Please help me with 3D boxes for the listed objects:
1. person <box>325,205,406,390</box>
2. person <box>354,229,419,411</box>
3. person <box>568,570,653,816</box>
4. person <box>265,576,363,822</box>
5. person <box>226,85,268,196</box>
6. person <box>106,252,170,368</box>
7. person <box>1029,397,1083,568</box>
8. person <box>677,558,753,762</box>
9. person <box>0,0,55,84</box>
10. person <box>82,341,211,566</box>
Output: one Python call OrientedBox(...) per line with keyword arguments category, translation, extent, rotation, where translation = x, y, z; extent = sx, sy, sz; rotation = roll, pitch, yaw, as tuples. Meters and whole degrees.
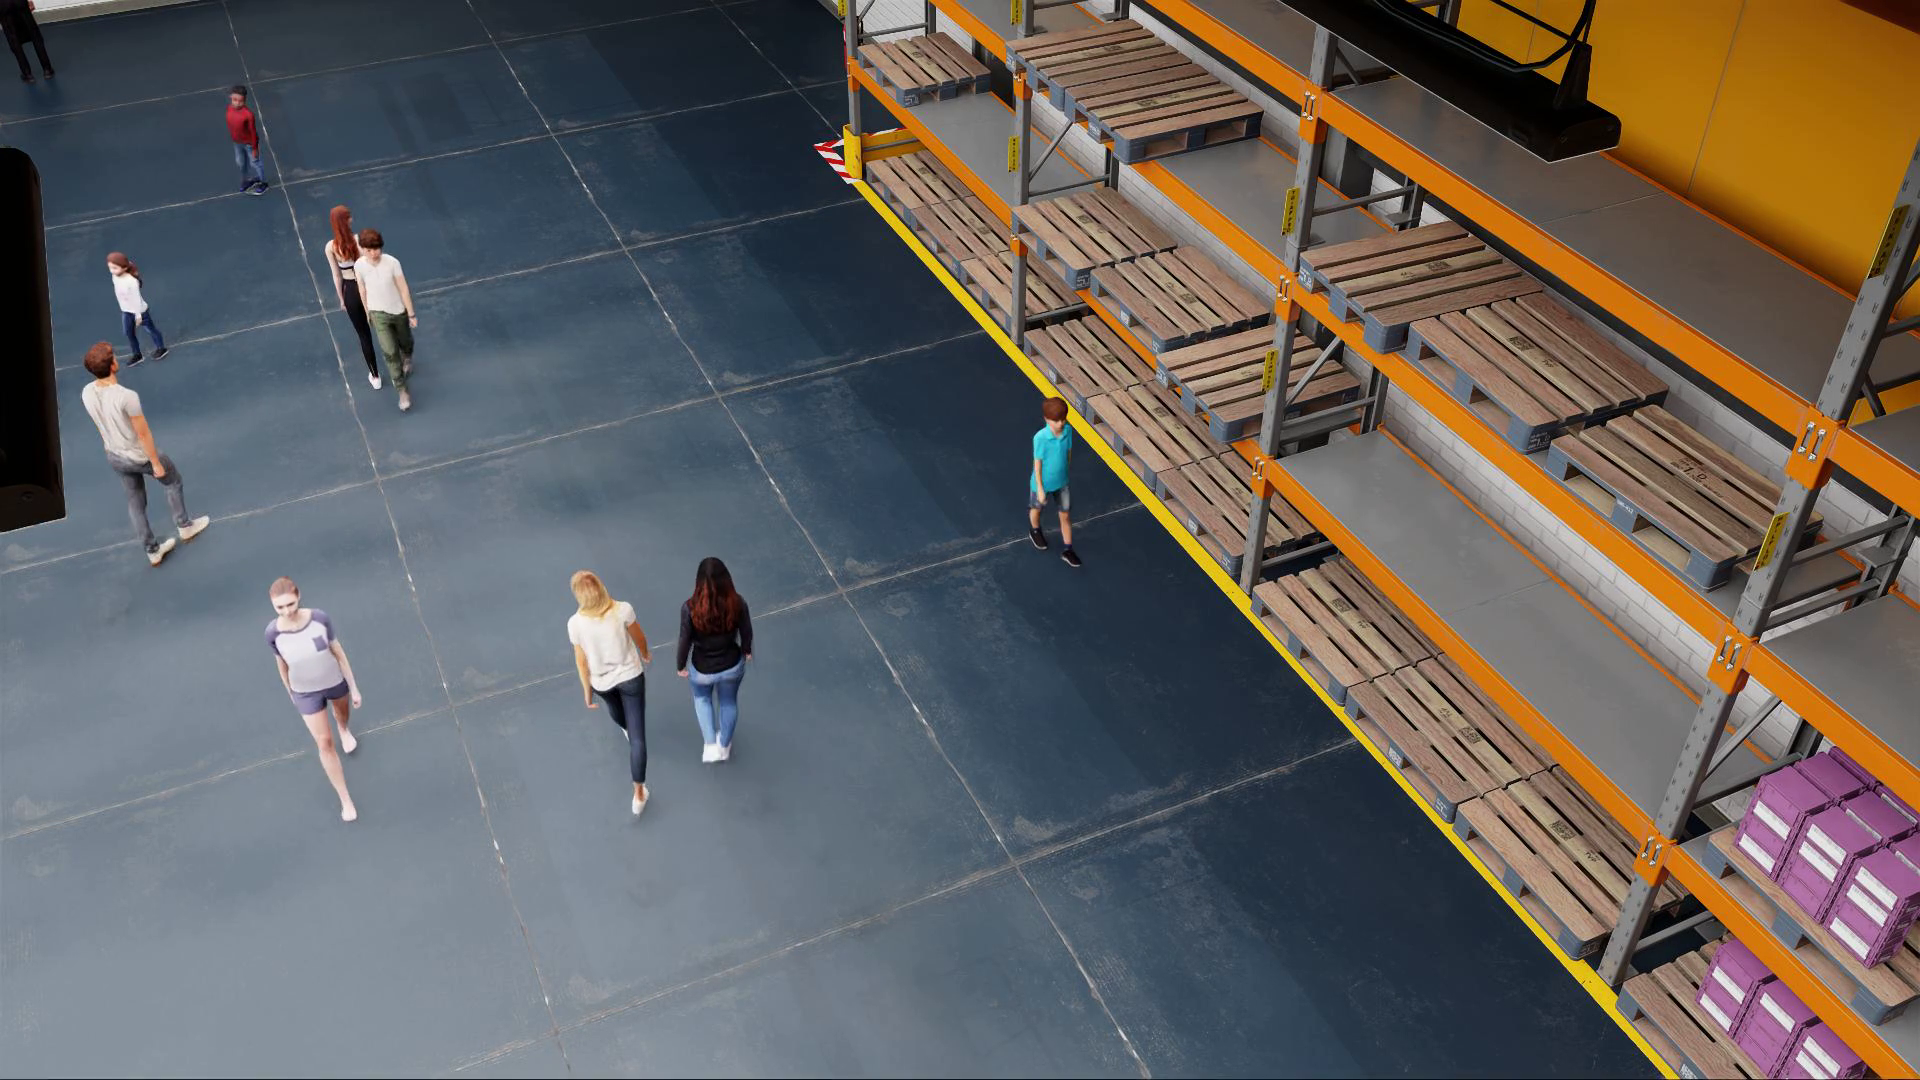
OrientedBox(category="person", translation=(-5.250, -2.138, 14.641), extent=(0.604, 1.743, 0.527), rotation=(-12, 40, -15))
OrientedBox(category="person", translation=(-5.009, -2.029, 14.599), extent=(0.684, 1.625, 1.116), rotation=(-11, 40, -13))
OrientedBox(category="person", translation=(-2.195, 0.992, 10.713), extent=(0.848, 1.753, 1.264), rotation=(-6, 39, -7))
OrientedBox(category="person", translation=(-4.177, 0.897, 10.858), extent=(0.631, 1.721, 1.135), rotation=(-18, 42, -22))
OrientedBox(category="person", translation=(-7.610, -4.270, 17.722), extent=(0.641, 1.230, 0.701), rotation=(23, 44, 26))
OrientedBox(category="person", translation=(-7.483, -2.141, 15.165), extent=(0.631, 1.094, 0.688), rotation=(12, 40, 15))
OrientedBox(category="person", translation=(0.660, -0.517, 12.867), extent=(0.530, 1.423, 0.840), rotation=(-15, 41, -18))
OrientedBox(category="person", translation=(-1.583, 0.868, 10.974), extent=(0.737, 1.622, 0.753), rotation=(-12, 40, -14))
OrientedBox(category="person", translation=(-11.370, -6.418, 19.926), extent=(0.667, 1.837, 0.574), rotation=(-22, 44, -25))
OrientedBox(category="person", translation=(-6.314, -0.594, 12.599), extent=(0.936, 1.879, 1.003), rotation=(9, 39, 11))
